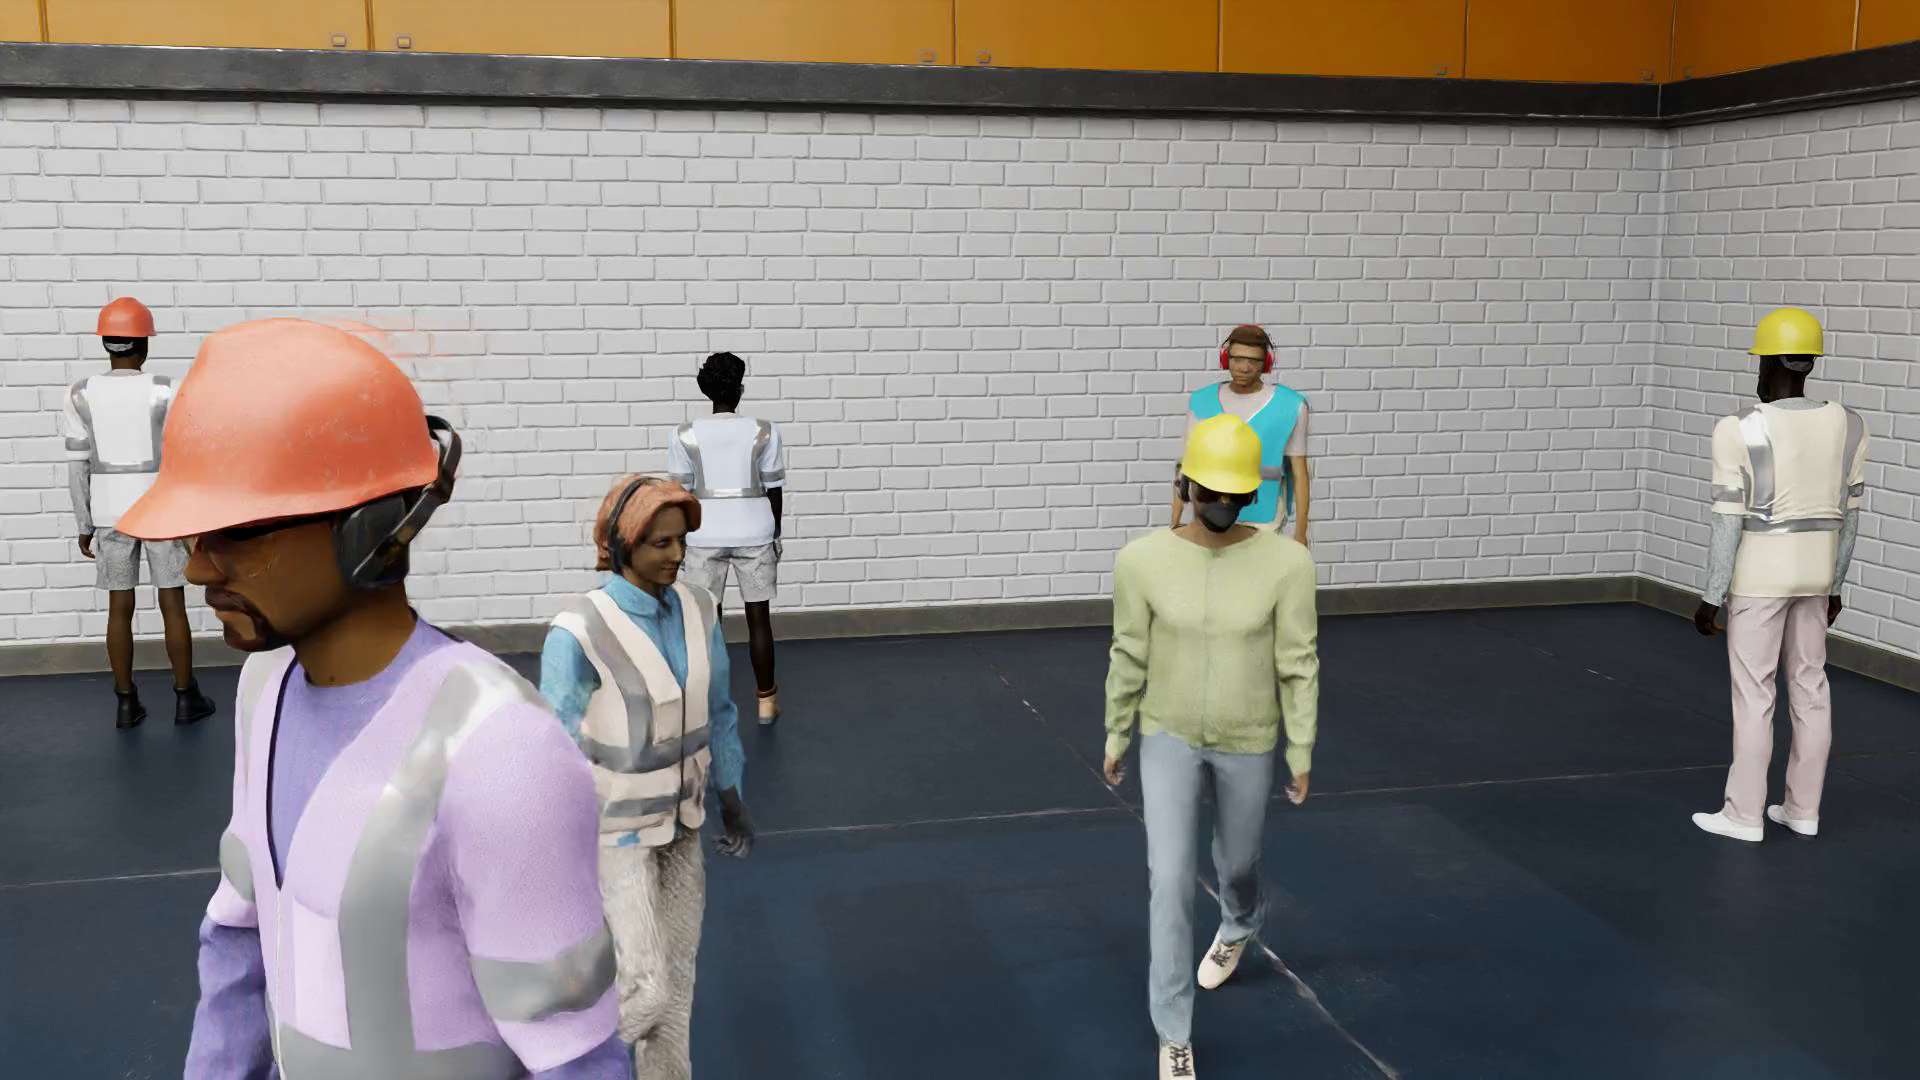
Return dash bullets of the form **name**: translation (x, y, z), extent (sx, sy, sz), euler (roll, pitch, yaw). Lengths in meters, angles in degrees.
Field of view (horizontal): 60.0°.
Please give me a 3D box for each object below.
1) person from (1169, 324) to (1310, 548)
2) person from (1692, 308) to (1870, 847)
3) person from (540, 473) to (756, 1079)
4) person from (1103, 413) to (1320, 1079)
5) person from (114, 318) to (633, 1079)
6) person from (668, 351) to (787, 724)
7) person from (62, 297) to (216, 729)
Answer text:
- **person**: translation (1.240, -0.064, 7.545), extent (0.612, 1.810, 0.692), euler (6, 11, 33)
- **person**: translation (2.922, 0.139, 5.973), extent (0.587, 1.928, 0.381), euler (-2, 9, -10)
- **person**: translation (-0.728, 0.651, 3.750), extent (0.378, 1.624, 0.532), euler (4, 10, 23)
- **person**: translation (0.661, 0.501, 4.415), extent (0.542, 1.721, 0.826), euler (1, 9, 8)
- **person**: translation (-0.669, 0.765, 1.893), extent (0.664, 2.016, 0.642), euler (-8, 12, -39)
- **person**: translation (-1.042, 0.004, 7.496), extent (0.533, 1.698, 0.322), euler (-2, 9, -10)
- **person**: translation (-3.695, -0.116, 7.495), extent (0.544, 1.939, 0.372), euler (-2, 9, -10)
